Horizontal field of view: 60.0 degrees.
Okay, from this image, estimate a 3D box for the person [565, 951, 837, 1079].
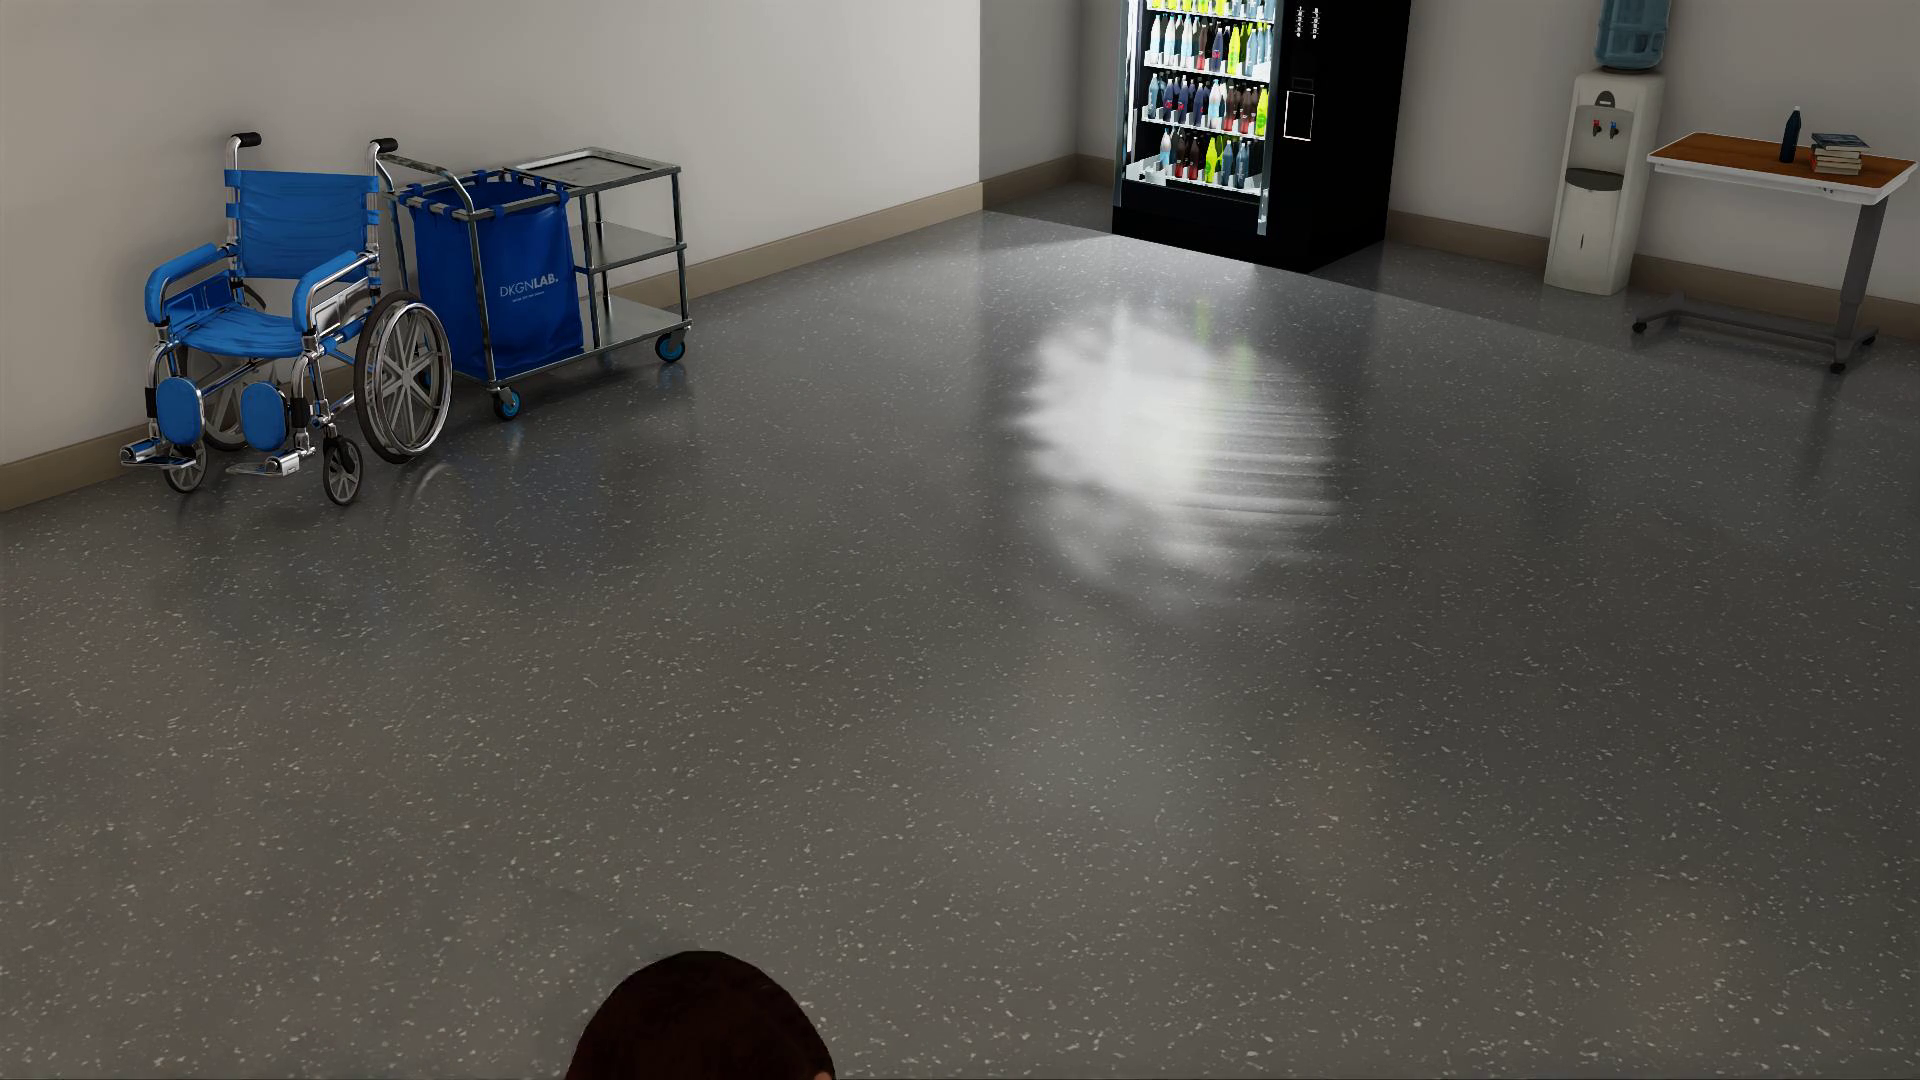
[{"bbox_3d":[-0.279,1.044,1.532,0.712,1.704,0.679,14,29,27],"label":"person"}]
